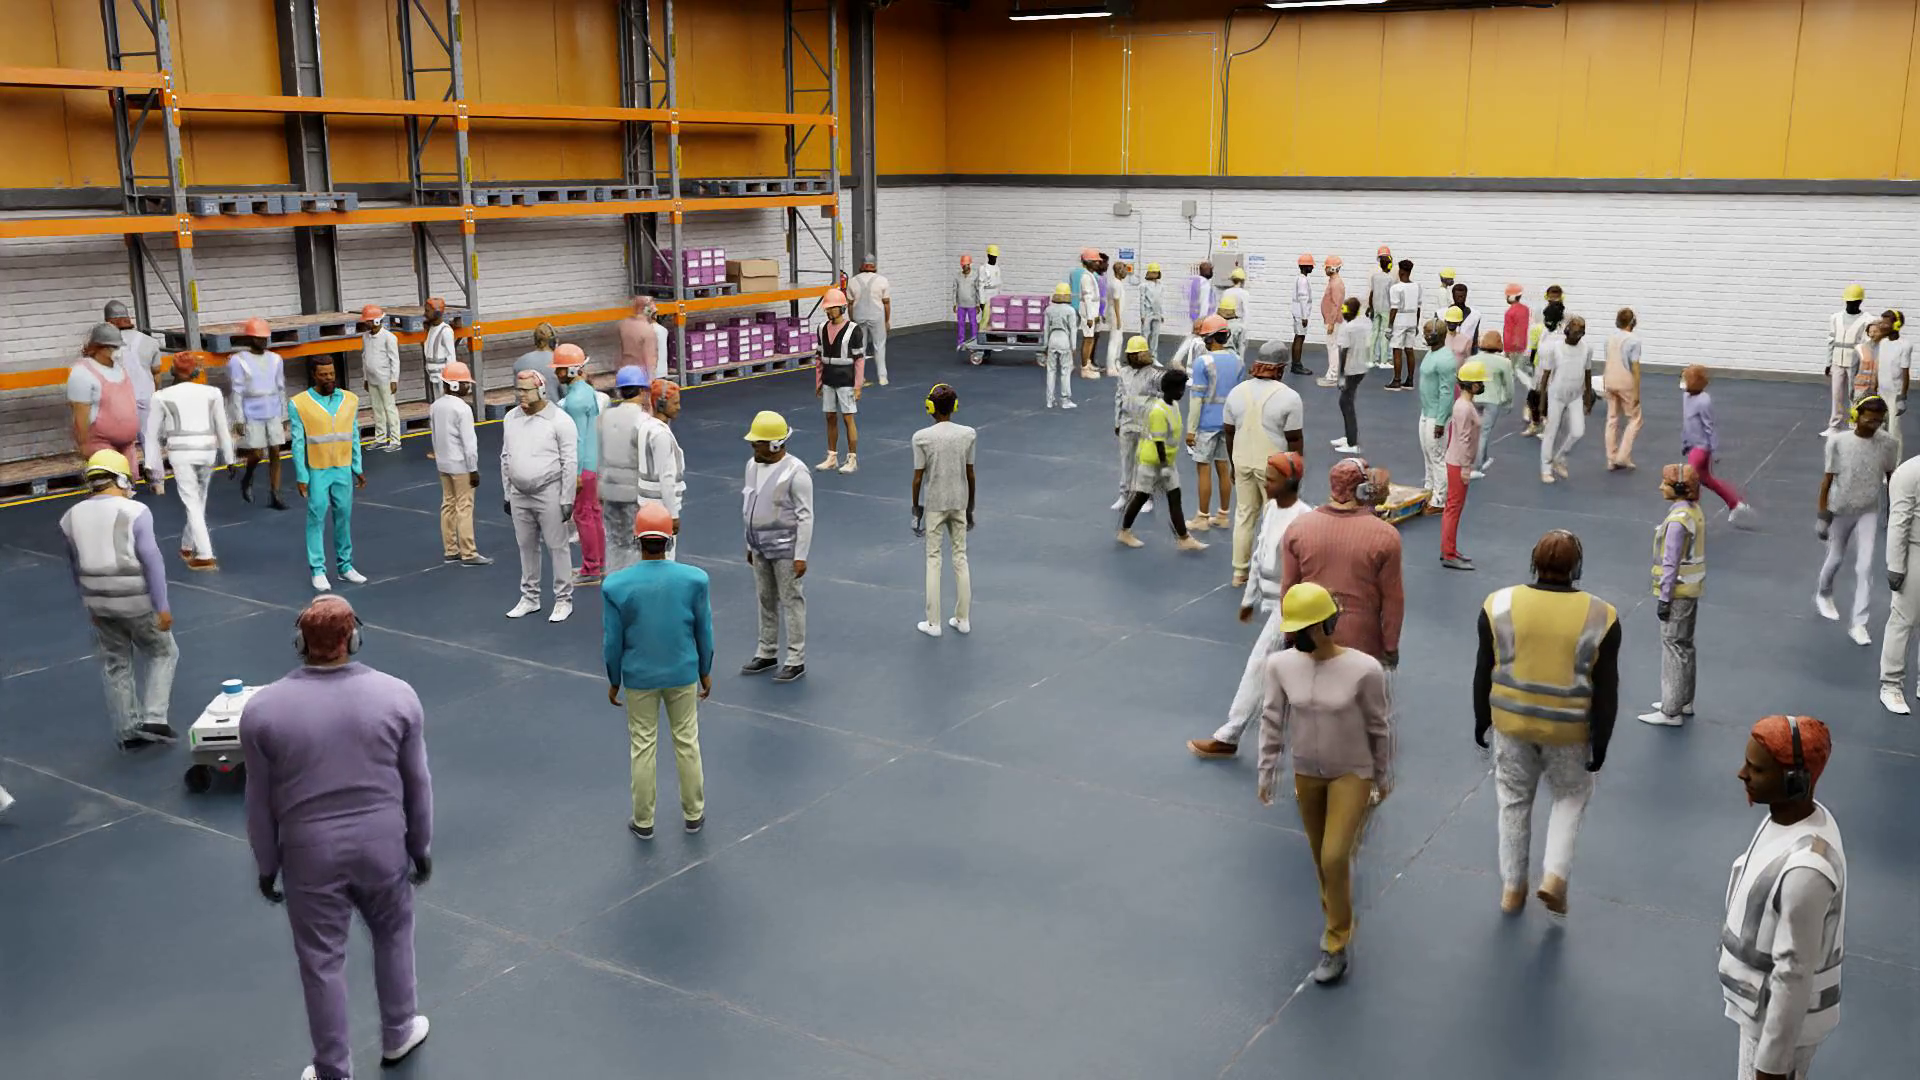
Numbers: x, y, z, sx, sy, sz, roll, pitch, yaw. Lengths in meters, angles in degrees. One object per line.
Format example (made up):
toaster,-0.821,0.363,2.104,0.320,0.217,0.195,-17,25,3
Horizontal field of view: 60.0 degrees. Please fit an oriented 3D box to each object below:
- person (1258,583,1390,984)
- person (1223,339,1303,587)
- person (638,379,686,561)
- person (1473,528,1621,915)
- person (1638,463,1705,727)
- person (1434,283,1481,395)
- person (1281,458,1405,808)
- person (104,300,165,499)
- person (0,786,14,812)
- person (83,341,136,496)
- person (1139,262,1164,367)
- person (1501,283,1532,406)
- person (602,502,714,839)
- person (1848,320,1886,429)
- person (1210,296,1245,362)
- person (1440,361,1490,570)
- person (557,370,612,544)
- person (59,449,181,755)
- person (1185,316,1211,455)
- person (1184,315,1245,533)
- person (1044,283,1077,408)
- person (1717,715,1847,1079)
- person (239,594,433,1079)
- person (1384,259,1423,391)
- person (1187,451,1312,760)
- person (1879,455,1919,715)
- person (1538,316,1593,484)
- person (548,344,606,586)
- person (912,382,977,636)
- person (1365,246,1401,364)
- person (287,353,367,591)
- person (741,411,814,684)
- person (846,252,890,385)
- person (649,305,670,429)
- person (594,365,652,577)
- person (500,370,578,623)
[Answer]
person,1.550,1.008,7.127,0.527,1.715,0.692,9,16,33
person,2.491,-0.605,13.431,0.684,2.000,0.535,11,17,41
person,-2.173,-0.238,12.178,0.357,1.886,0.573,-5,14,-22
person,2.657,0.848,7.603,0.630,1.831,0.444,6,14,24
person,4.417,0.335,10.266,0.318,1.632,0.508,9,16,34
person,6.214,-2.266,20.902,0.590,1.918,0.386,0,13,-1
person,2.052,0.502,8.928,0.652,1.904,0.404,7,15,27
person,-8.582,-1.452,17.104,0.535,2.000,0.687,11,17,41
person,-5.341,0.563,8.695,0.787,1.895,0.610,4,14,16
person,-8.773,-1.230,17.018,0.514,1.641,0.309,-1,13,-6
person,3.198,-3.736,27.662,0.487,1.746,0.287,-8,15,-33
person,7.804,-2.722,23.276,0.569,1.733,0.542,-11,17,-40
person,-1.543,0.668,8.537,0.563,1.751,0.329,-4,14,-17
person,10.569,-1.739,19.263,0.524,1.619,0.455,10,16,38
person,3.343,-2.201,21.004,0.487,1.744,0.297,-1,13,-3
person,4.300,-0.641,14.189,0.325,1.769,0.524,4,13,15
person,-3.361,-0.763,15.044,0.570,1.618,0.369,-7,15,-28
person,-4.886,0.368,9.768,0.653,1.786,0.475,2,13,10
person,2.810,-1.815,19.581,0.313,1.634,0.514,0,13,1
person,2.360,-1.082,15.544,0.608,2.030,0.408,-10,16,-36
person,1.412,-2.716,23.238,0.492,1.742,0.320,8,15,30
person,2.443,1.422,5.004,0.349,1.879,0.580,6,14,23
person,-2.304,1.146,6.221,0.643,1.880,0.551,-6,14,-25
person,6.642,-3.222,24.942,0.613,1.963,0.361,-7,15,-28
person,1.895,0.383,9.640,1.055,1.829,0.567,-1,13,-6
person,6.133,0.148,10.449,0.641,1.913,0.408,-2,13,-10
person,6.452,-1.488,17.733,0.582,1.820,0.428,0,13,0
person,-3.117,-0.613,13.594,0.406,1.986,0.620,-1,13,-3
person,-0.114,-0.222,12.178,0.504,1.861,0.328,-4,14,-17
person,7.123,-3.952,28.055,0.613,1.991,0.392,-3,13,-13
person,-5.136,-0.567,13.535,0.395,1.919,0.590,11,17,39
person,-1.233,0.043,11.083,0.592,1.829,0.404,12,18,42
person,-1.385,-3.415,25.617,0.682,2.000,0.535,3,13,11
person,-3.767,-2.046,20.332,0.350,1.739,0.565,3,13,14
person,-2.485,-0.354,12.603,0.675,1.927,0.441,6,14,26
person,-3.189,-0.332,12.539,0.642,1.908,0.407,5,14,20
